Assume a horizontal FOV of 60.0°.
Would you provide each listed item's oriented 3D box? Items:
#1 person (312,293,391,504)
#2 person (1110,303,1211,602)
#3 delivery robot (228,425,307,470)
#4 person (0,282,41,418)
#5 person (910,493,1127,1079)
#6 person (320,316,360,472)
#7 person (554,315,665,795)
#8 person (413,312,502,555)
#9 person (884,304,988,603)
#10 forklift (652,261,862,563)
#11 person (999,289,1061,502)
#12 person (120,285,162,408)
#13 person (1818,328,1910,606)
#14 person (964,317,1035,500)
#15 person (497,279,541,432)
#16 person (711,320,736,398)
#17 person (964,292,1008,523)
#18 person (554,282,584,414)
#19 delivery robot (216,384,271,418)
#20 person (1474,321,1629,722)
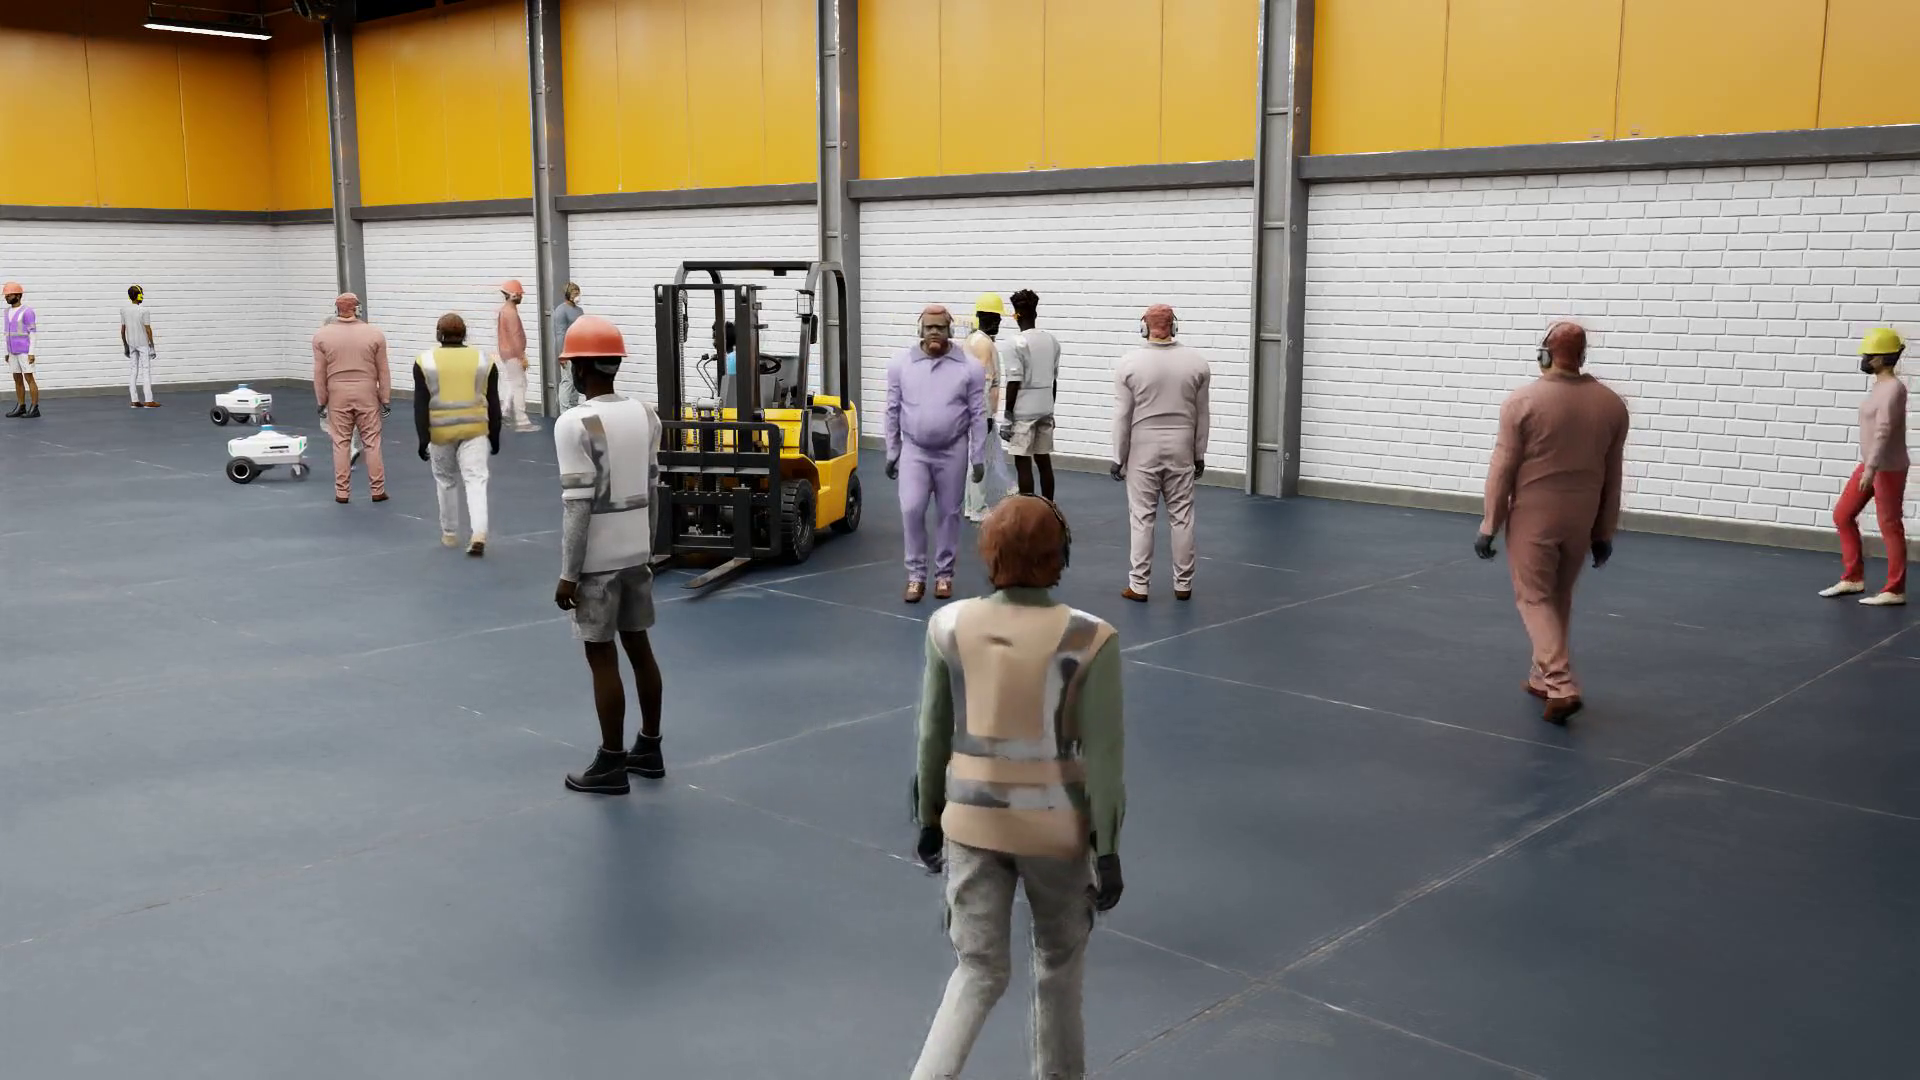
[{"bbox_3d":[-5.501,-1.282,15.091,0.652,1.904,0.405,-3,10,-18],"label":"person"},{"bbox_3d":[1.266,-0.549,10.608,0.639,1.902,0.407,-1,9,-9],"label":"person"},{"bbox_3d":[-6.907,-0.909,16.614,0.707,0.478,0.477,-2,10,-14],"label":"delivery robot"},{"bbox_3d":[-13.412,-2.702,23.692,0.551,1.936,0.356,4,10,21],"label":"person"},{"bbox_3d":[0.102,0.701,3.853,0.555,1.602,0.704,4,10,22],"label":"person"},{"bbox_3d":[-6.423,-1.505,17.293,0.414,1.626,0.531,5,11,29],"label":"person"},{"bbox_3d":[-1.449,0.061,6.755,0.376,1.935,0.550,5,11,29],"label":"person"},{"bbox_3d":[-3.738,-0.794,12.427,0.633,1.807,0.938,-4,10,-23],"label":"person"},{"bbox_3d":[-0.158,-0.536,10.541,0.673,1.887,0.657,0,9,2],"label":"person"},{"bbox_3d":[-1.552,-1.040,12.721,1.214,2.155,2.313,2,9,11],"label":"forklift"},{"bbox_3d":[0.544,-1.009,13.242,0.377,1.960,0.609,9,13,44],"label":"person"},{"bbox_3d":[-12.544,-2.951,25.430,0.531,1.870,0.318,2,9,10],"label":"person"},{"bbox_3d":[5.713,-0.448,10.450,0.598,1.747,0.528,2,10,13],"label":"person"},{"bbox_3d":[0.220,-1.198,15.143,0.898,1.722,0.531,4,10,24],"label":"person"},{"bbox_3d":[-5.760,-2.392,21.641,0.484,1.986,0.640,-4,10,-21],"label":"person"},{"bbox_3d":[-1.960,-1.047,14.297,0.397,1.682,0.551,0,9,-2],"label":"person"},{"bbox_3d":[0.203,-1.107,13.957,0.383,1.923,0.589,-1,9,-6],"label":"person"},{"bbox_3d":[-5.208,-2.483,22.347,0.355,1.938,0.637,2,10,14],"label":"person"},{"bbox_3d":[-9.709,-1.872,22.545,0.707,0.478,0.477,3,10,16],"label":"delivery robot"},{"bbox_3d":[2.826,-0.083,7.898,0.647,1.887,0.886,-2,9,-12],"label":"person"}]
